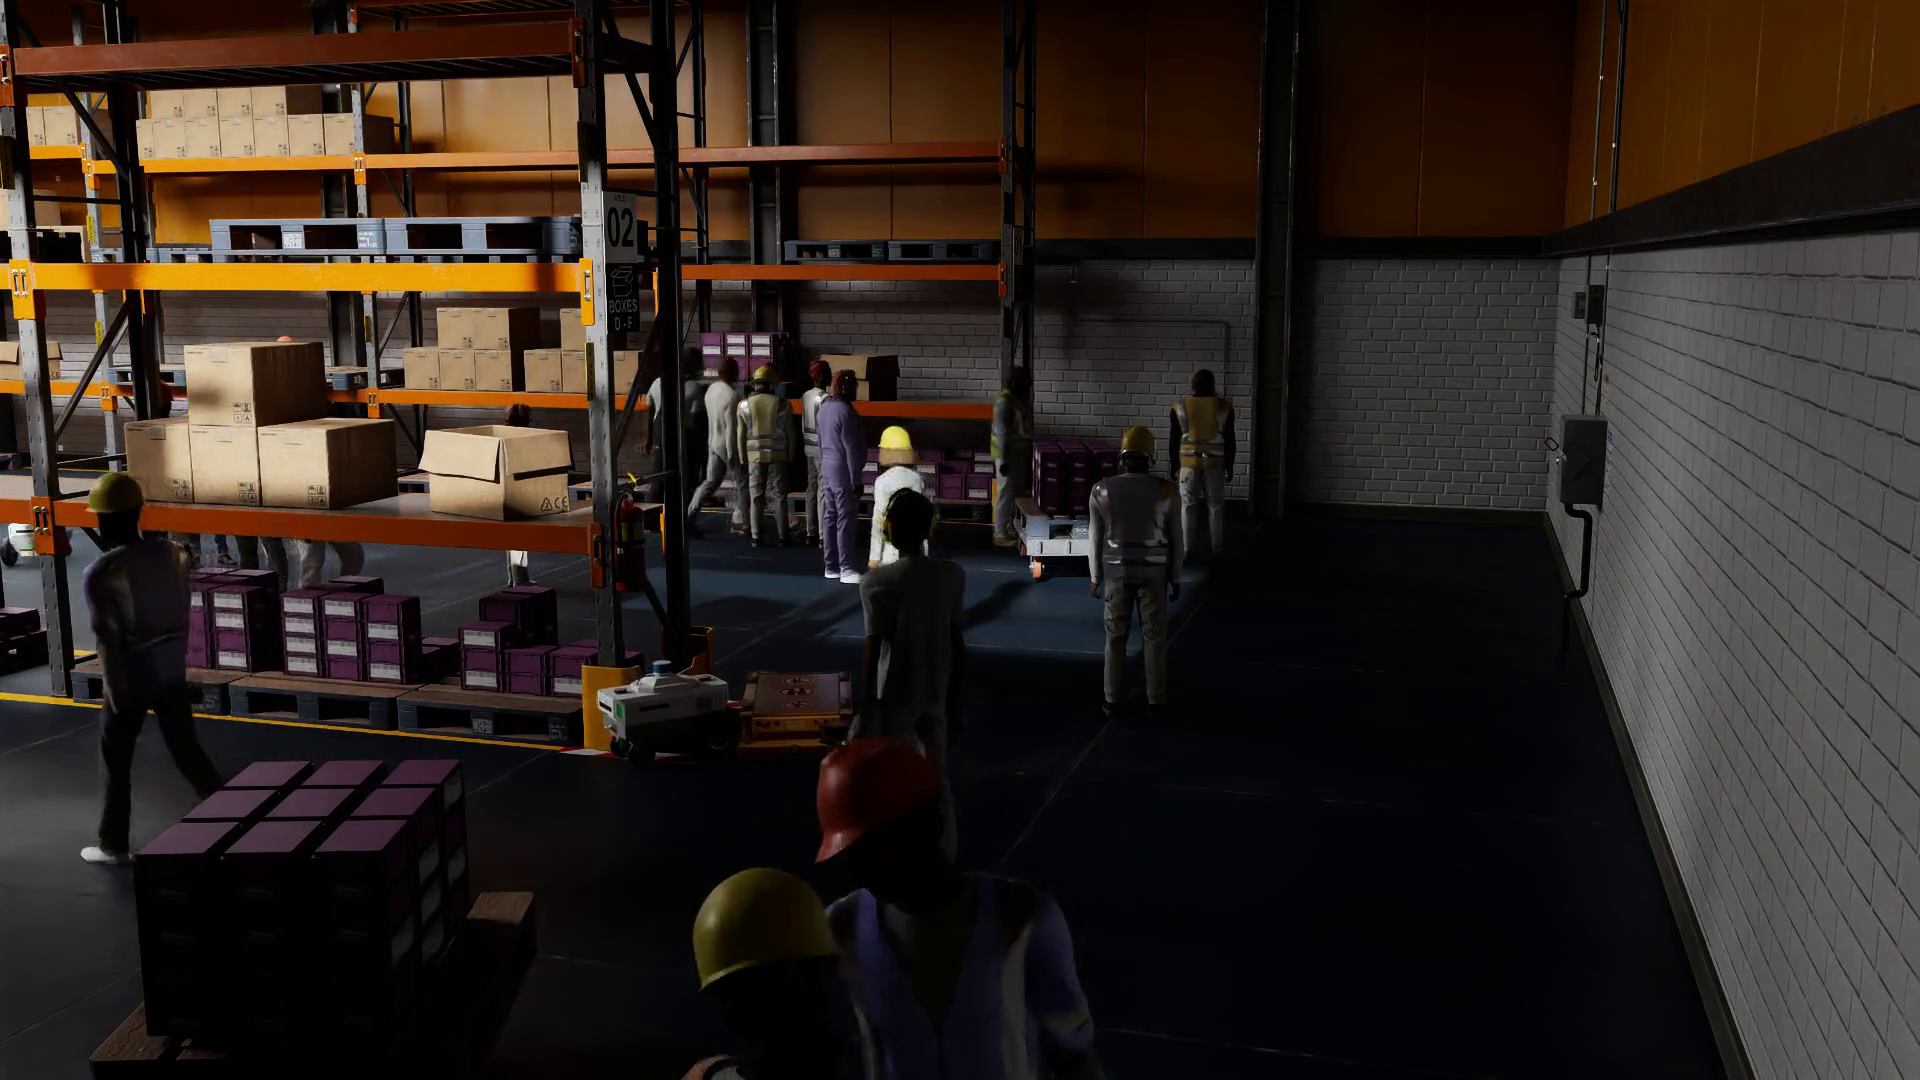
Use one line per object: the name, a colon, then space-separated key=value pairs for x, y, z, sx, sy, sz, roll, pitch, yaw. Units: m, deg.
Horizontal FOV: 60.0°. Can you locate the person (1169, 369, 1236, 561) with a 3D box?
person: x=2.319 y=-0.715 z=15.942 sx=0.634 sy=1.841 sz=0.429 roll=1 pitch=9 yaw=7

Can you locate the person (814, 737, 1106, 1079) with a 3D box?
person: x=0.053 y=1.342 z=3.418 sx=0.736 sy=1.855 sz=0.319 roll=1 pitch=9 yaw=4

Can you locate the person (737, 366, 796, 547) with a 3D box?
person: x=-1.935 y=-0.832 z=16.711 sx=0.586 sy=1.824 sz=0.404 roll=0 pitch=9 yaw=0

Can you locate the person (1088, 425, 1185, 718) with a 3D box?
person: x=1.098 y=0.202 z=10.378 sx=0.598 sy=1.832 sz=0.404 roll=1 pitch=9 yaw=8

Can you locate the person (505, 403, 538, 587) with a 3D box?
person: x=-3.825 y=-0.368 z=14.449 sx=0.306 sy=1.637 sz=0.523 roll=-4 pitch=10 yaw=-22

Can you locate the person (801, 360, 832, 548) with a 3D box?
person: x=-1.382 y=-0.861 z=16.701 sx=0.355 sy=1.885 sz=0.576 roll=-6 pitch=11 yaw=-33

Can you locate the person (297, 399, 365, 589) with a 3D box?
person: x=-4.832 y=-0.166 z=12.660 sx=0.530 sy=1.828 sz=0.644 roll=4 pitch=10 yaw=22

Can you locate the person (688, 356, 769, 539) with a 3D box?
person: x=-2.474 y=-0.948 z=17.196 sx=0.964 sy=1.910 sz=0.635 roll=-8 pitch=12 yaw=-39

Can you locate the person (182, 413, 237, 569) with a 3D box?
person: x=-7.060 y=-0.618 z=15.579 sx=0.309 sy=1.769 sz=0.525 roll=9 pitch=13 yaw=44

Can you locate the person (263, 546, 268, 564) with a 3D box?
person: x=-6.695 y=-0.714 z=15.795 sx=0.895 sy=1.906 sz=0.632 roll=8 pitch=12 yaw=41

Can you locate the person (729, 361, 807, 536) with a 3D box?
person: x=-1.981 y=-0.943 z=17.356 sx=1.016 sy=1.827 sz=0.594 roll=2 pitch=10 yaw=12

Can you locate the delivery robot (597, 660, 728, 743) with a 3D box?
delivery robot: x=-1.700 y=0.933 z=9.520 sx=0.707 sy=0.478 sz=0.477 roll=-6 pitch=11 yaw=-33

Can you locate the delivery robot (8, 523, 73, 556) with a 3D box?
delivery robot: x=-8.766 y=-0.107 z=15.863 sx=0.477 sy=0.478 sz=0.707 roll=-1 pitch=9 yaw=-8

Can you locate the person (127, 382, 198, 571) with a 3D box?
person: x=-6.208 y=-0.276 z=12.991 sx=0.554 sy=1.938 sz=0.382 roll=-1 pitch=9 yaw=-3

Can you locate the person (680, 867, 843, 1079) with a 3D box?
person: x=-0.307 y=1.466 z=2.555 sx=0.437 sy=1.882 sz=0.665 roll=-4 pitch=10 yaw=-21

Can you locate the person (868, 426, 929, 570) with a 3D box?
person: x=-0.355 y=0.076 z=11.488 sx=0.721 sy=1.720 sz=0.491 roll=7 pitch=11 yaw=35

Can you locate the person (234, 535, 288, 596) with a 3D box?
person: x=-5.637 y=-0.329 z=13.311 sx=0.628 sy=1.934 sz=0.375 roll=2 pitch=10 yaw=12

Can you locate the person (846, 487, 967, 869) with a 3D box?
person: x=-0.235 y=0.707 z=7.209 sx=0.580 sy=1.862 sz=0.340 roll=-5 pitch=11 yaw=-29

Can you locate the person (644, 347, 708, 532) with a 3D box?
person: x=-3.035 y=-1.091 z=17.629 sx=0.891 sy=2.000 sz=0.537 roll=4 pitch=10 yaw=24

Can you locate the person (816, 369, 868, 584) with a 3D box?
person: x=-1.018 y=-0.564 z=14.819 sx=0.404 sy=1.911 sz=0.636 roll=-5 pitch=11 yaw=-29

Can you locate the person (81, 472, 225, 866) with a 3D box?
person: x=-3.708 y=0.625 z=7.649 sx=0.937 sy=1.891 sz=0.585 roll=4 pitch=10 yaw=25

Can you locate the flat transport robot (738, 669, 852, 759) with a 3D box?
flat transport robot: x=-0.981 y=1.031 z=10.074 sx=0.652 sy=0.197 sz=1.431 roll=-1 pitch=9 yaw=-4

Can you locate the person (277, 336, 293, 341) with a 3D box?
person: x=-7.964 y=-1.418 z=19.761 sx=0.621 sy=1.992 sz=0.397 roll=-4 pitch=10 yaw=-25

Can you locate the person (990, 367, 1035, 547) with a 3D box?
person: x=0.534 y=-0.835 z=16.768 sx=0.435 sy=1.822 sz=0.631 roll=3 pitch=10 yaw=18
